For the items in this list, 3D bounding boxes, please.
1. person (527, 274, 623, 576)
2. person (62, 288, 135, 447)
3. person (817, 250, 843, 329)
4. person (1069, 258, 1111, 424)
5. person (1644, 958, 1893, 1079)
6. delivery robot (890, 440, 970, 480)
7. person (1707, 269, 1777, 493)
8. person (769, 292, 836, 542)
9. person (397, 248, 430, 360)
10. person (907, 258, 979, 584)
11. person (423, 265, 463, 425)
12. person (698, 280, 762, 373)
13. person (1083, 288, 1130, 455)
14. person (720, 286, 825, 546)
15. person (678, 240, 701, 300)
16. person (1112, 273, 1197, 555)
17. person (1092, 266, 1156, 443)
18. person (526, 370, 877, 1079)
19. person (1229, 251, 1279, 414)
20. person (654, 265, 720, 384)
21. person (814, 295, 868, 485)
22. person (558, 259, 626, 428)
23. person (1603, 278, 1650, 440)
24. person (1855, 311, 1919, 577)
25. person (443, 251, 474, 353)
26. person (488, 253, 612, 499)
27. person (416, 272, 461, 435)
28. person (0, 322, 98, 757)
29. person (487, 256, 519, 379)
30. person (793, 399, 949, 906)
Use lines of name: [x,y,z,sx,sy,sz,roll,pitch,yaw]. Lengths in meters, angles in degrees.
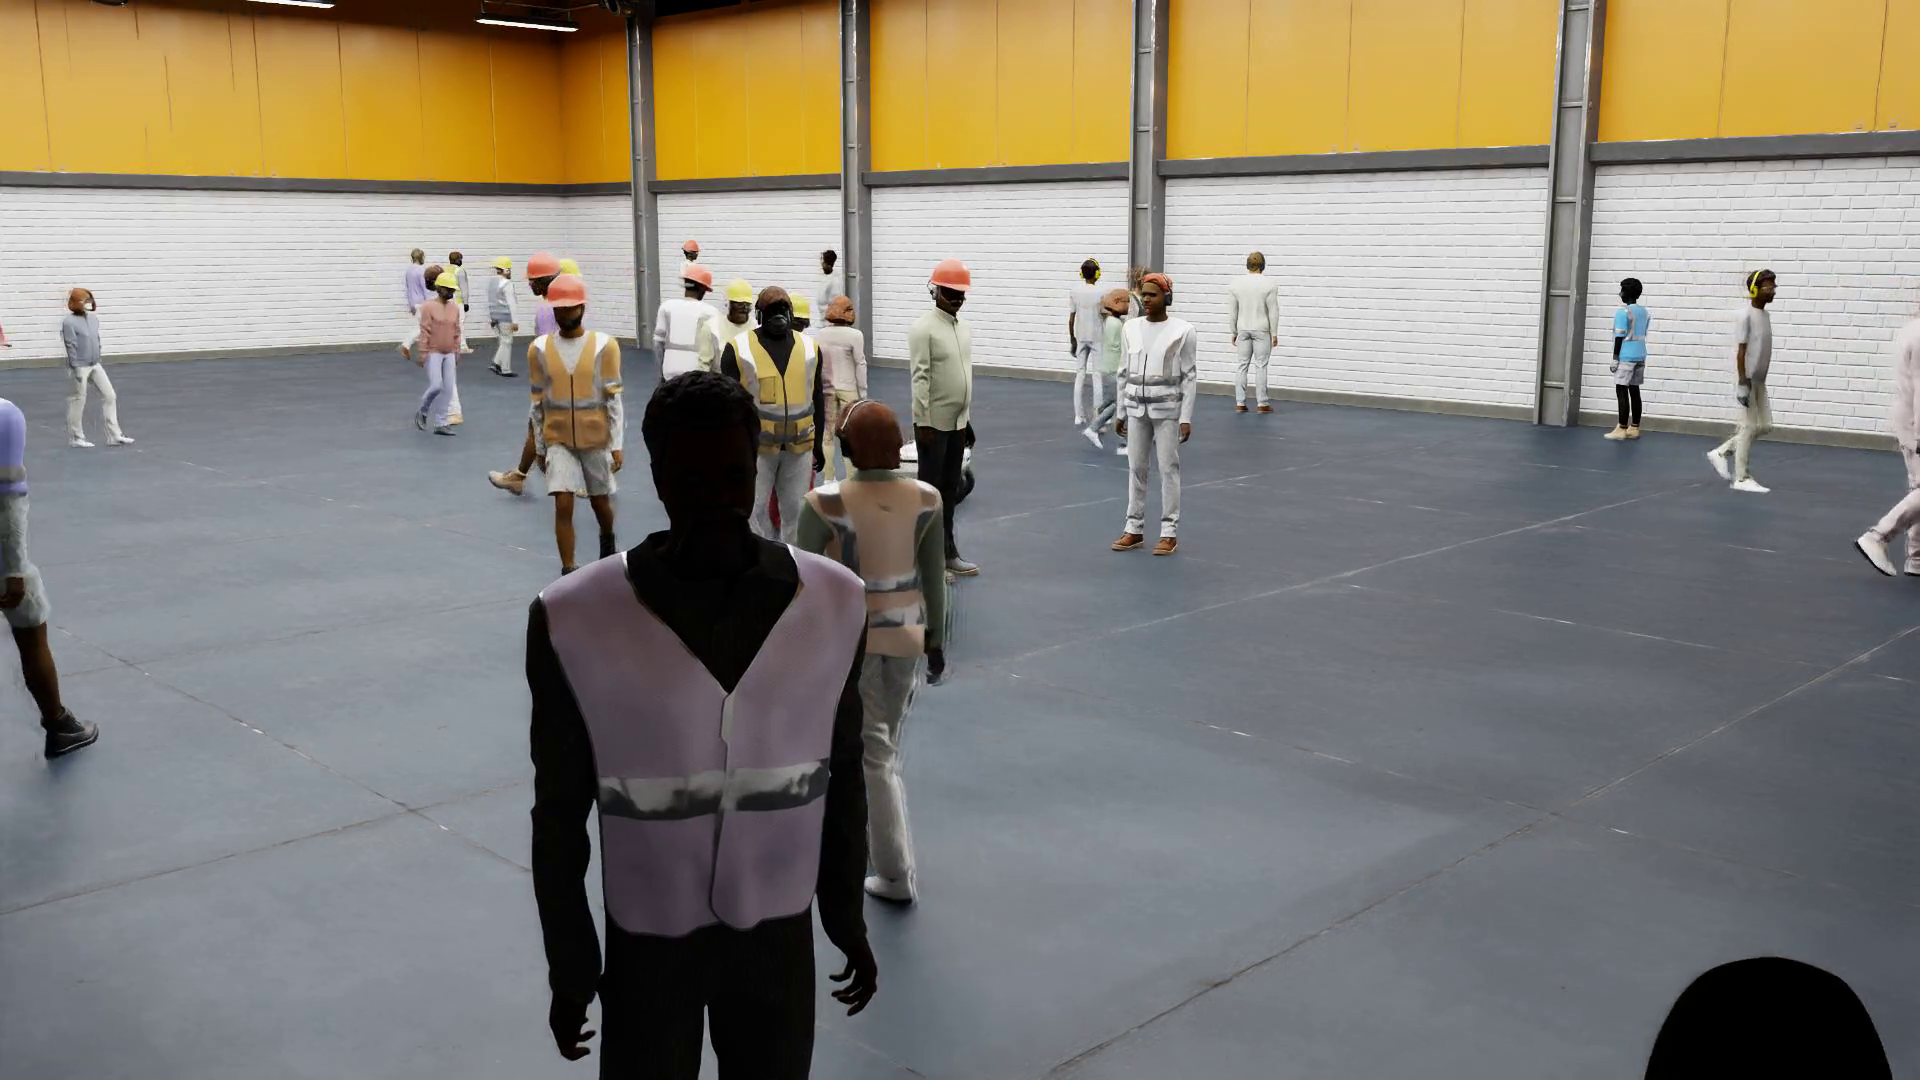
person: [-2.254,-0.615,9.858,0.544,1.918,0.763,-1,10,-5]
person: [-8.689,-1.720,16.711,0.714,1.603,0.521,2,11,13]
person: [-1.938,-3.283,24.381,0.368,1.932,0.764,-5,12,-27]
person: [1.467,-2.225,18.748,0.546,1.874,0.319,5,12,26]
person: [0.483,1.077,1.088,0.492,1.740,0.325,0,10,-2]
delivery robot: [-0.283,-0.622,13.334,0.707,0.478,0.477,1,10,8]
person: [6.563,-1.327,13.887,0.518,1.856,0.498,-8,13,-38]
person: [-1.100,-0.774,11.142,0.538,1.752,0.388,-3,11,-15]
person: [-9.227,-4.005,28.317,0.821,1.917,0.650,-8,13,-37]
person: [-0.089,-0.733,10.282,0.392,1.988,0.609,6,12,30]
person: [-5.884,-2.206,18.851,0.432,1.806,0.705,-3,11,-16]
person: [-1.828,-1.217,13.517,0.592,1.784,0.968,-2,11,-11]
person: [1.506,-1.625,16.155,0.542,1.625,0.507,1,10,8]
person: [-1.064,-0.541,9.640,0.623,1.844,0.429,-4,11,-23]
person: [-4.661,-4.164,28.846,0.397,2.043,0.609,-6,12,-30]
person: [1.299,-0.841,11.162,0.574,1.883,0.355,7,12,33]
person: [1.749,-1.910,17.172,0.684,1.823,0.548,7,13,35]
person: [-0.430,0.663,2.863,0.590,1.918,0.389,-5,11,-24]
person: [3.523,-2.479,19.940,0.627,1.941,0.370,6,12,30]
person: [-2.356,-1.444,14.479,0.576,1.869,0.862,2,11,11]
person: [-0.997,-1.238,14.002,0.498,1.634,0.280,6,12,28]
person: [-4.023,-1.967,17.296,0.991,1.875,0.613,2,11,12]
person: [6.990,-1.888,17.397,0.533,1.694,0.319,-8,13,-39]
person: [5.953,-0.681,10.249,0.548,1.894,0.703,6,12,28]
person: [-9.118,-4.305,30.171,0.634,1.839,0.429,8,13,36]
person: [-3.322,-1.312,13.442,1.091,1.973,0.622,3,11,17]
person: [-5.552,-1.988,17.772,0.451,1.740,0.552,7,12,33]
person: [-3.823,0.021,6.442,0.544,1.896,0.985,1,10,4]
person: [-6.769,-3.298,24.727,0.426,1.819,0.621,-10,15,-44]
person: [-0.335,0.338,5.492,0.532,1.595,0.840,-6,12,-29]
